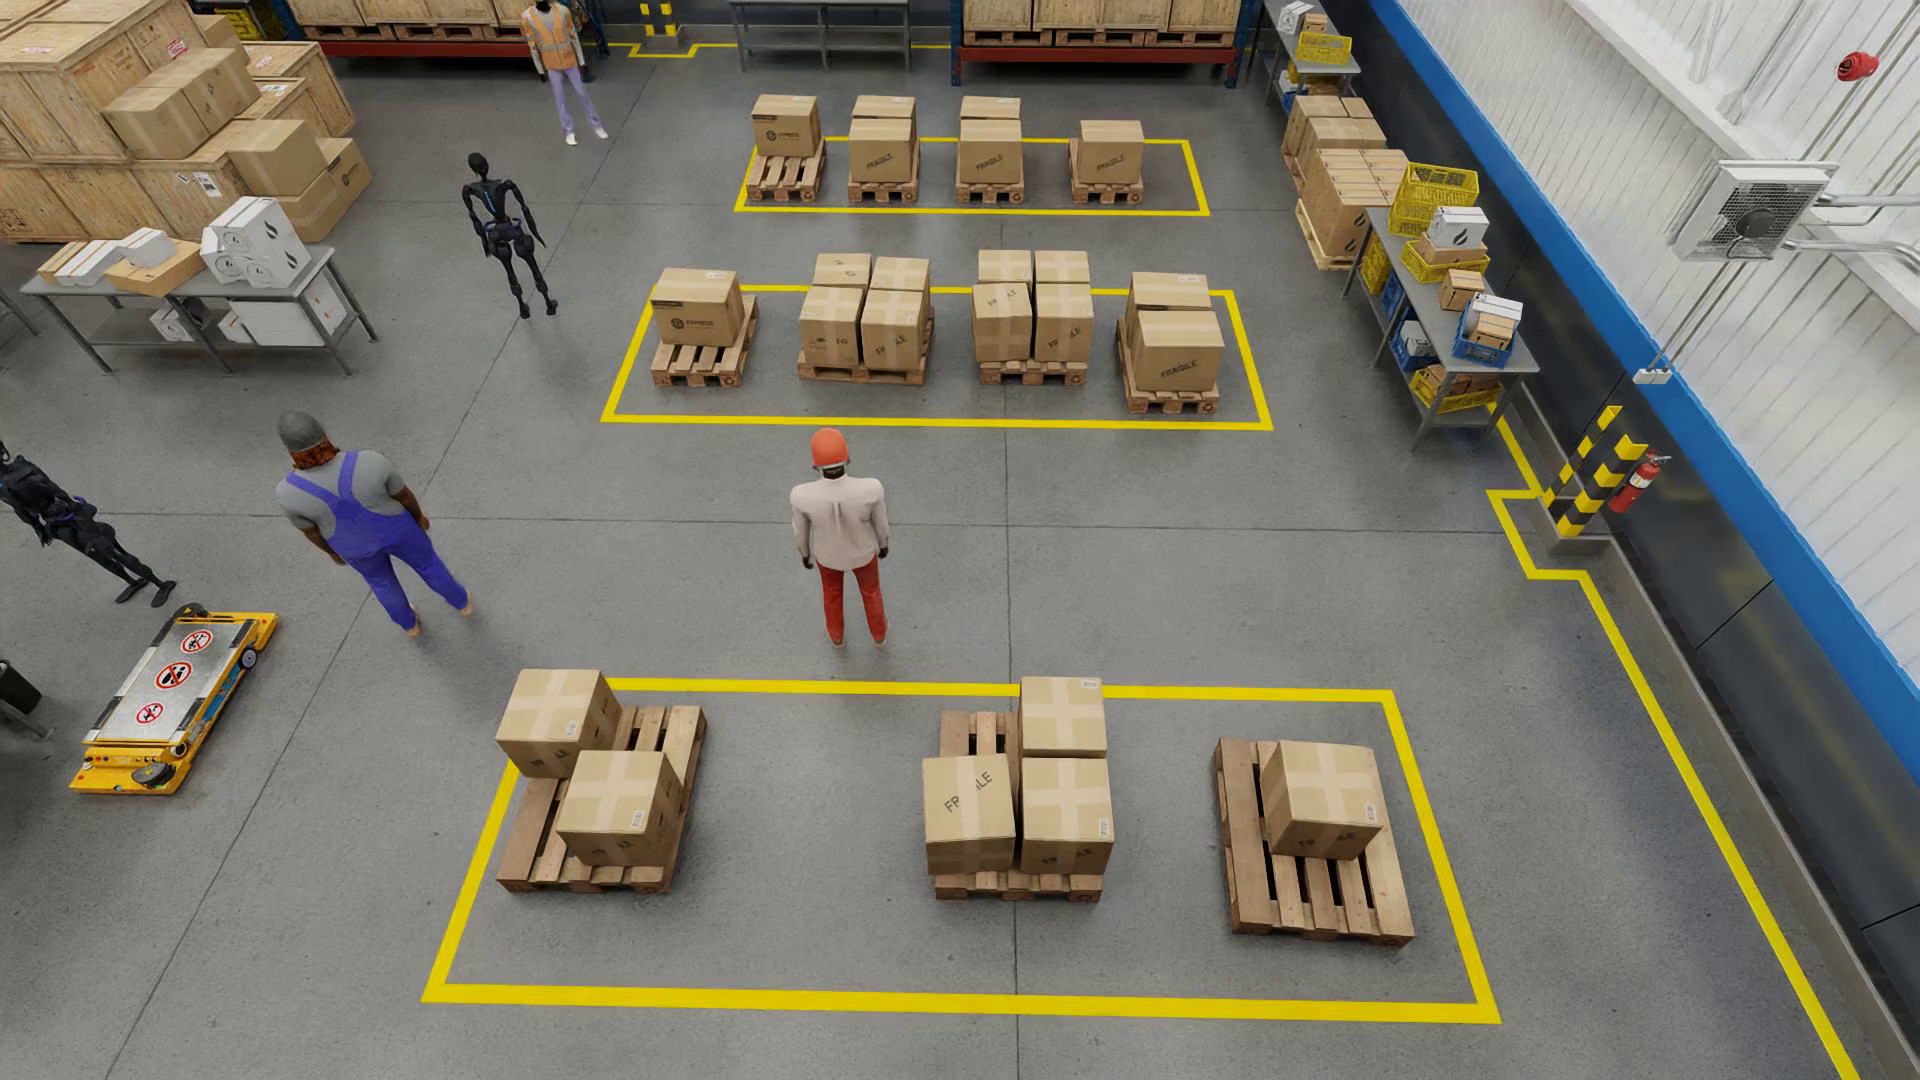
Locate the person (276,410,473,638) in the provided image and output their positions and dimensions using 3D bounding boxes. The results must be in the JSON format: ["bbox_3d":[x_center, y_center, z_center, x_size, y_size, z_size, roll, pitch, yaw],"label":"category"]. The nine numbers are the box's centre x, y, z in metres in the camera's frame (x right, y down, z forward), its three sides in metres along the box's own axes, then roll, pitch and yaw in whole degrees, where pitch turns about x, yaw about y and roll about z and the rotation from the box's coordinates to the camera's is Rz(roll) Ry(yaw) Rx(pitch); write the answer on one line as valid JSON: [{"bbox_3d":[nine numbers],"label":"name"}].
[{"bbox_3d":[-4.040,-0.105,6.297,0.681,2.000,0.536,-24,54,-19],"label":"person"}]

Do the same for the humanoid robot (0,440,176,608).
[{"bbox_3d":[-6.323,-0.090,6.510,0.602,1.658,0.324,7,50,6],"label":"humanoid robot"}]

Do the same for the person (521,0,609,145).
[{"bbox_3d":[-4.866,-5.838,11.238,0.632,1.909,0.420,-22,53,-17],"label":"person"}]

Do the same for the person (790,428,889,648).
[{"bbox_3d":[-0.790,0.031,6.226,0.627,1.982,0.421,-3,50,-3],"label":"person"}]

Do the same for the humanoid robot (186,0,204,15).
[{"bbox_3d":[-9.917,-6.464,11.914,0.565,1.651,0.349,-29,56,-22],"label":"humanoid robot"}]

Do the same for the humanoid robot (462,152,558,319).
[{"bbox_3d":[-4.401,-2.959,8.947,0.572,1.651,0.339,-10,50,-8],"label":"humanoid robot"}]

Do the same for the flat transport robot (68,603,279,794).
[{"bbox_3d":[-5.504,1.072,6.442,0.652,0.197,1.431,1,50,1],"label":"flat transport robot"}]
